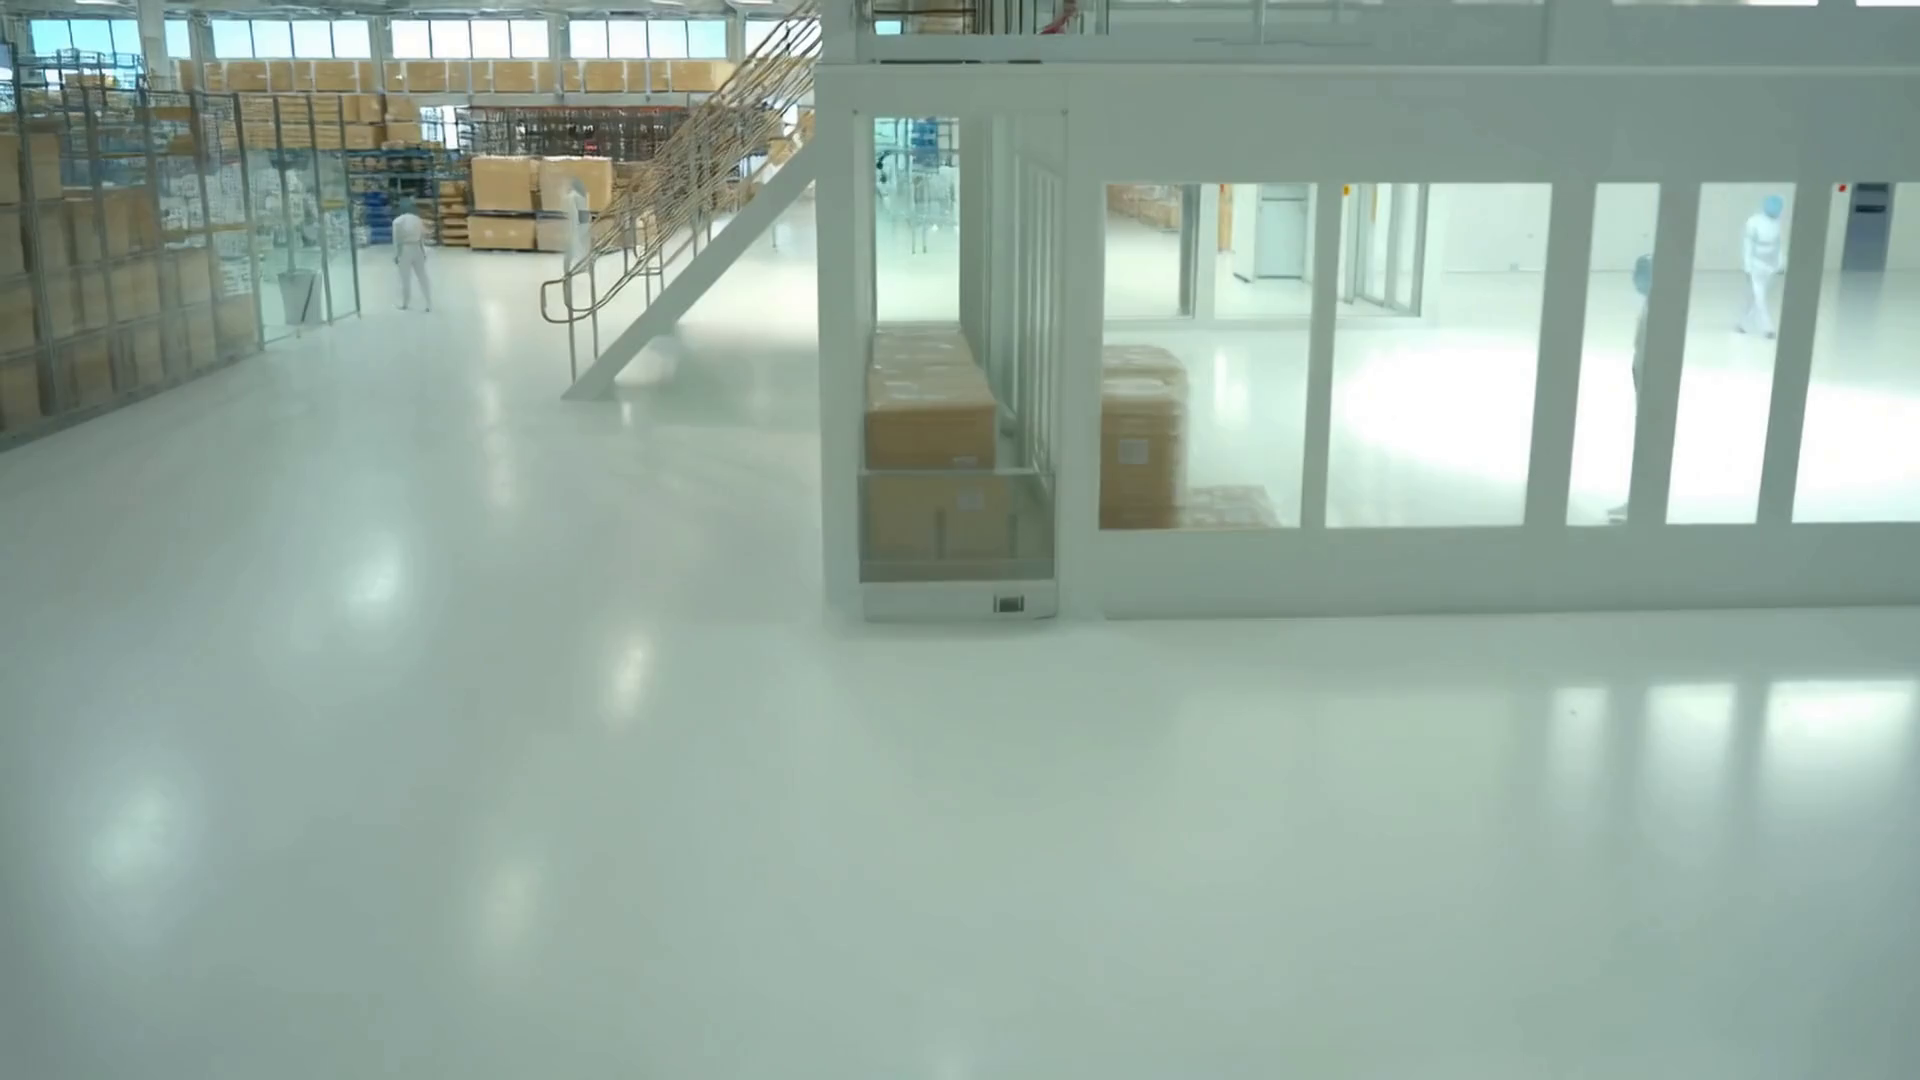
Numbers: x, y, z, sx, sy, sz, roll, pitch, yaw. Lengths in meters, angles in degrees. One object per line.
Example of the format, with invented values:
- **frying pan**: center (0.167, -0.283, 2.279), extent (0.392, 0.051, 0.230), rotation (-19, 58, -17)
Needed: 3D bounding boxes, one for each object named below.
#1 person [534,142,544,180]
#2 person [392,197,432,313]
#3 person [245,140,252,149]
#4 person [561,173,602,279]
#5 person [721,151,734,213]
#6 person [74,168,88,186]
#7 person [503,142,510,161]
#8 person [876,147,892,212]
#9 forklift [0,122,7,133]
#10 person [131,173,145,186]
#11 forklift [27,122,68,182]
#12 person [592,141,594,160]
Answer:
- **person**: center (-21.189, -18.905, 82.798), extent (1.016, 1.949, 0.602), rotation (-6, 15, -24)
- **person**: center (-8.158, -4.219, 24.611), extent (0.554, 1.678, 0.866), rotation (-14, 19, -43)
- **person**: center (-37.575, -20.154, 87.791), extent (0.440, 1.933, 0.645), rotation (10, 17, 35)
- **person**: center (-6.824, -5.622, 29.806), extent (0.752, 1.896, 0.599), rotation (3, 14, 12)
- **person**: center (-7.359, -11.242, 52.265), extent (0.424, 1.893, 0.643), rotation (1, 14, 2)
- **person**: center (-16.905, -6.246, 32.259), extent (0.994, 1.920, 0.619), rotation (1, 14, 3)
- **person**: center (-24.339, -20.449, 89.213), extent (0.586, 1.822, 0.404), rotation (11, 18, 36)
- **person**: center (-2.405, -11.364, 52.478), extent (0.637, 2.027, 0.607), rotation (10, 17, 34)
- **forklift**: center (-38.339, -15.228, 66.196), extent (1.129, 2.768, 1.873), rotation (-1, 14, -3)
- **person**: center (-16.550, -6.524, 33.671), extent (0.314, 1.768, 0.527), rotation (-10, 17, -34)
- **forklift**: center (-35.376, -14.773, 64.377), extent (1.129, 2.768, 1.873), rotation (-1, 14, -2)
- **person**: center (-20.487, -21.524, 93.474), extent (0.388, 1.838, 0.564), rotation (12, 18, 39)
